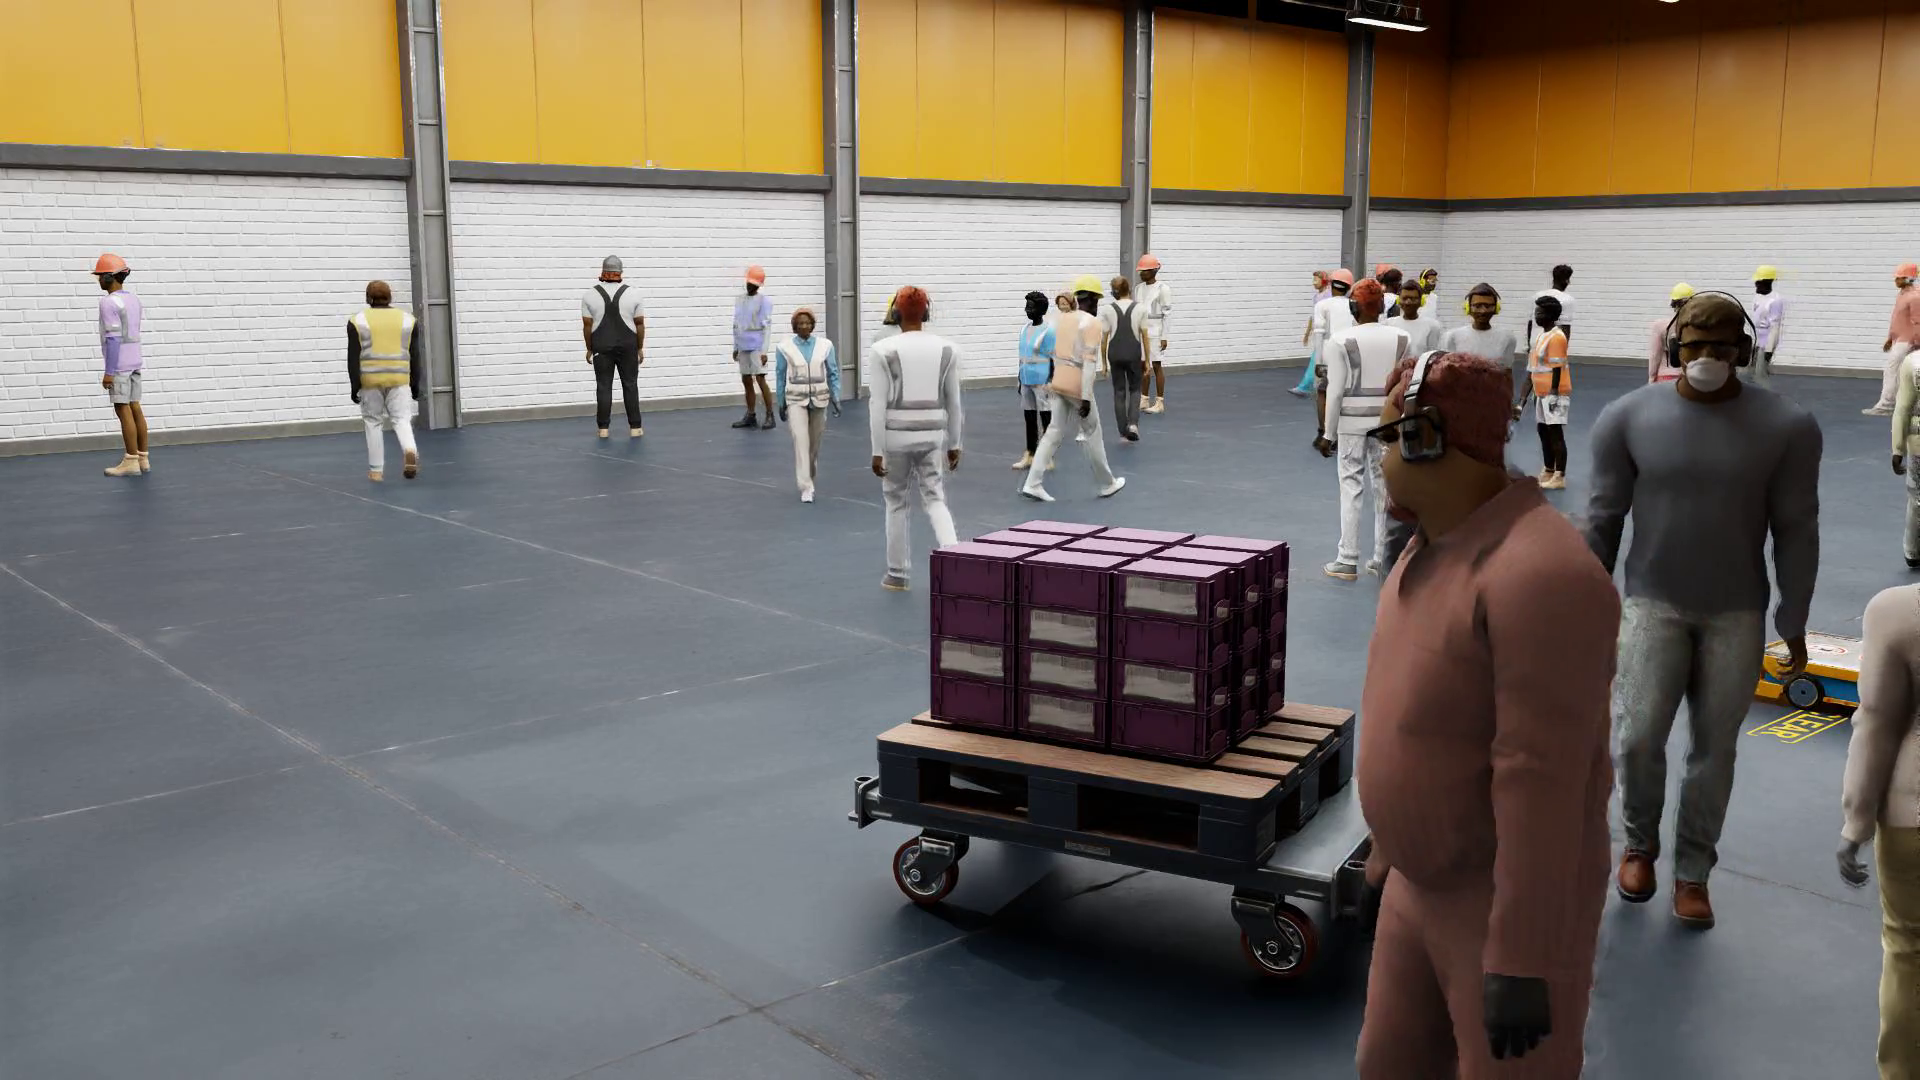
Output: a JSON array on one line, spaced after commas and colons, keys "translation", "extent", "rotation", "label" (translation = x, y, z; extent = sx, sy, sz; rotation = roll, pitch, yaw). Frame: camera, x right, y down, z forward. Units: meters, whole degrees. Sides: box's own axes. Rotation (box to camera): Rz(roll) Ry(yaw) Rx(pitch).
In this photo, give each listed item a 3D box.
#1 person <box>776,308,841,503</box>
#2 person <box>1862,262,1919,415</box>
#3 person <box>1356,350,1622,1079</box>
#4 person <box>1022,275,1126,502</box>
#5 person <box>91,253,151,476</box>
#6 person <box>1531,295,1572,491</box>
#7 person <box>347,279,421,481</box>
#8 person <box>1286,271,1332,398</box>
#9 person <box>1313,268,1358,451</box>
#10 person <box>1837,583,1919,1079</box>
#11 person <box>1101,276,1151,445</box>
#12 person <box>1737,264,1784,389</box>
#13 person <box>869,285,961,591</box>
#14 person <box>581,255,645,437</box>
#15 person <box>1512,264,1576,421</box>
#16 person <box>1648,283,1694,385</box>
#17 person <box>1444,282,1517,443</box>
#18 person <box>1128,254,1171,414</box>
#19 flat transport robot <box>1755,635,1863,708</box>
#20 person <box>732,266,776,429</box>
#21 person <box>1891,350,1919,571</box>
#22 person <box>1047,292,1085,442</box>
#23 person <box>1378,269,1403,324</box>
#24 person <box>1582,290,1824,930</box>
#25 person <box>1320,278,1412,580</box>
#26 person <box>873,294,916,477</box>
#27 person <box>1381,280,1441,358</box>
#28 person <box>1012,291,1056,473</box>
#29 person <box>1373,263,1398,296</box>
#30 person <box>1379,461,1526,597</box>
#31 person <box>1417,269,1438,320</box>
[{"translation": [-1.287, -1.148, 13.947], "extent": [0.517, 1.604, 0.834], "rotation": [-3, 10, -17], "label": "person"}, {"translation": [12.057, -2.537, 21.049], "extent": [0.932, 1.960, 0.606], "rotation": [3, 10, 18], "label": "person"}, {"translation": [0.897, 0.617, 2.870], "extent": [0.432, 1.867, 0.699], "rotation": [-1, 10, -7], "label": "person"}, {"translation": [0.952, -1.241, 13.738], "extent": [1.018, 1.870, 0.629], "rotation": [-7, 12, -34], "label": "person"}, {"translation": [-7.768, -1.612, 15.369], "extent": [0.373, 2.043, 0.615], "rotation": [-1, 10, -4], "label": "person"}, {"translation": [5.118, -1.274, 14.442], "extent": [0.333, 1.685, 0.537], "rotation": [1, 10, 5], "label": "person"}, {"translation": [-5.113, -1.405, 14.833], "extent": [0.634, 1.825, 0.694], "rotation": [-6, 11, -32], "label": "person"}, {"translation": [5.035, -2.904, 23.616], "extent": [0.917, 1.800, 0.600], "rotation": [-1, 10, -8], "label": "person"}, {"translation": [3.952, -1.884, 17.397], "extent": [0.558, 1.886, 0.712], "rotation": [-1, 10, -3], "label": "person"}, {"translation": [2.171, 0.637, 3.554], "extent": [0.515, 1.585, 0.727], "rotation": [6, 12, 33], "label": "person"}, {"translation": [1.782, -1.920, 17.852], "extent": [0.551, 1.812, 0.415], "rotation": [1, 10, 8], "label": "person"}, {"translation": [9.808, -2.408, 20.378], "extent": [0.415, 1.915, 0.597], "rotation": [0, 10, -2], "label": "person"}, {"translation": [-0.244, -0.570, 9.821], "extent": [0.582, 1.864, 0.781], "rotation": [-4, 11, -23], "label": "person"}, {"translation": [-3.879, -2.176, 18.677], "extent": [0.684, 2.000, 0.536], "rotation": [-1, 10, -8], "label": "person"}, {"translation": [7.085, -2.372, 20.166], "extent": [0.685, 1.933, 0.637], "rotation": [-8, 12, -38], "label": "person"}, {"translation": [6.812, -1.548, 15.794], "extent": [0.531, 1.772, 0.301], "rotation": [3, 10, 15], "label": "person"}, {"translation": [3.612, -0.881, 11.693], "extent": [0.506, 1.849, 0.639], "rotation": [1, 10, 8], "label": "person"}, {"translation": [2.429, -2.644, 21.415], "extent": [0.393, 2.039, 0.613], "rotation": [-8, 12, -37], "label": "person"}, {"translation": [4.208, 0.638, 7.379], "extent": [0.652, 0.197, 1.431], "rotation": [-8, 13, -41], "label": "flat transport robot"}, {"translation": [-2.408, -2.242, 19.497], "extent": [0.620, 1.899, 0.390], "rotation": [8, 13, 41], "label": "person"}, {"translation": [6.105, -0.610, 10.314], "extent": [0.586, 1.775, 0.992], "rotation": [5, 11, 26], "label": "person"}, {"translation": [1.178, -1.902, 18.273], "extent": [0.544, 1.632, 0.349], "rotation": [4, 10, 21], "label": "person"}, {"translation": [5.201, -2.433, 20.710], "extent": [0.911, 1.878, 0.605], "rotation": [-2, 10, -14], "label": "person"}, {"translation": [2.202, 0.220, 4.995], "extent": [0.651, 1.920, 0.421], "rotation": [3, 10, 18], "label": "person"}, {"translation": [2.536, -0.690, 10.428], "extent": [0.572, 1.887, 0.356], "rotation": [-3, 10, -16], "label": "person"}, {"translation": [-0.529, -1.349, 14.841], "extent": [0.485, 1.701, 0.898], "rotation": [4, 10, 22], "label": "person"}, {"translation": [3.637, -1.221, 13.729], "extent": [0.545, 1.814, 0.958], "rotation": [7, 12, 34], "label": "person"}, {"translation": [0.718, -1.479, 15.606], "extent": [0.317, 1.696, 0.538], "rotation": [-7, 12, -37], "label": "person"}, {"translation": [7.039, -3.634, 27.605], "extent": [0.823, 1.912, 0.551], "rotation": [-9, 13, -43], "label": "person"}, {"translation": [1.764, 0.235, 5.868], "extent": [0.518, 1.580, 0.849], "rotation": [-1, 10, -8], "label": "person"}, {"translation": [6.007, -2.571, 21.561], "extent": [0.506, 1.853, 0.330], "rotation": [-7, 12, -35], "label": "person"}]
